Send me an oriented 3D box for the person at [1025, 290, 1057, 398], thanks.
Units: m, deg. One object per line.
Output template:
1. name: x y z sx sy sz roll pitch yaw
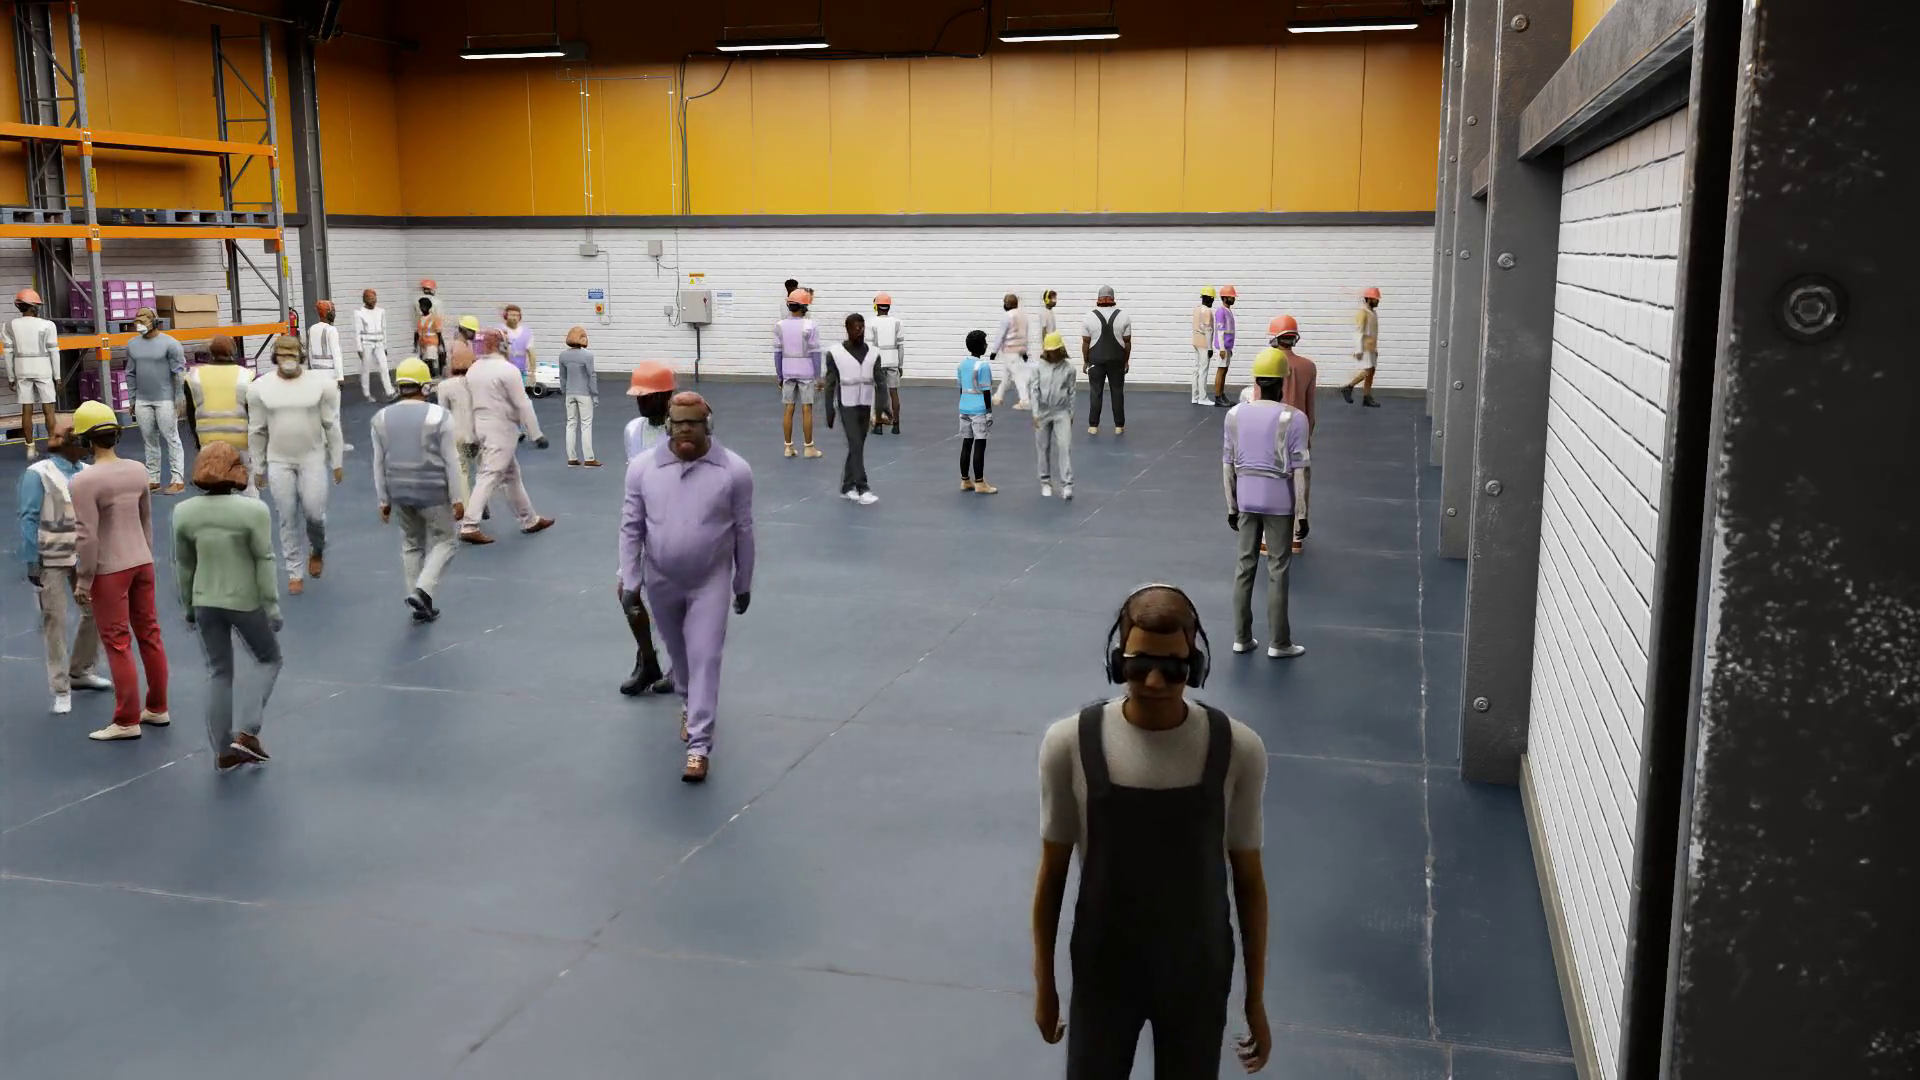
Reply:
1. person: 1.414 -3.264 27.838 0.910 1.835 0.525 4 11 21

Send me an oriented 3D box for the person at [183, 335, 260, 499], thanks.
1. person: -6.250 -0.842 14.203 0.635 1.794 0.938 -2 10 -12

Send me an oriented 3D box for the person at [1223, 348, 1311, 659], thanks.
1. person: 1.908 -0.224 10.330 0.588 1.930 0.361 8 13 38

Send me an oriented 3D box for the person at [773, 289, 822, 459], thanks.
1. person: -1.933 -1.989 20.005 0.607 2.044 0.378 4 11 20

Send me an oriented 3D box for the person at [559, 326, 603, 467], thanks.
1. person: -4.402 -1.654 19.260 0.497 1.636 0.286 4 11 24

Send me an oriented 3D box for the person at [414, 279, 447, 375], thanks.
1. person: -9.434 -3.686 29.820 0.642 1.957 0.883 3 10 16

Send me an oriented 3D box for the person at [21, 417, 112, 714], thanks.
1. person: -4.966 0.131 9.238 0.363 1.615 0.589 4 11 19

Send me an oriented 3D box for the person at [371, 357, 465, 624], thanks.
1. person: -3.632 -0.308 11.129 0.609 1.815 0.493 2 10 11

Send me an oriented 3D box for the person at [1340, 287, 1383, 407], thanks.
1. person: 6.440 -3.064 26.457 0.534 1.924 0.551 7 12 34

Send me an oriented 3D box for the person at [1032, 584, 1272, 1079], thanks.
1. person: 0.432 0.984 3.778 0.536 1.830 0.661 0 10 3

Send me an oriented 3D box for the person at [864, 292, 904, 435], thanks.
1. person: -1.039 -2.397 22.616 0.548 1.937 0.379 -3 10 -16

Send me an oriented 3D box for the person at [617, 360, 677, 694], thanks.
1. person: -1.733 -0.052 9.379 0.581 1.917 0.608 6 12 30

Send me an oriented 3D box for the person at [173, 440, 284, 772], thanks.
1. person: -3.543 0.322 8.101 0.526 1.617 0.359 1 10 6

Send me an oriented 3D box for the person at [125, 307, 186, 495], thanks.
1. person: -8.275 -1.428 17.125 0.635 1.937 0.352 2 10 9

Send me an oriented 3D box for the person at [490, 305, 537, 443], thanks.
1. person: -5.810 -2.159 21.673 0.579 1.787 0.962 -7 12 -33

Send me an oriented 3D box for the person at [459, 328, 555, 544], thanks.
1. person: -3.994 -0.909 14.463 0.649 1.851 1.038 9 14 43

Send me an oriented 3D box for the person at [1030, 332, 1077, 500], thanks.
1. person: 0.947 -1.233 16.748 0.477 1.689 0.885 0 10 -2

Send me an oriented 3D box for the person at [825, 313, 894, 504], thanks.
1. person: -0.963 -1.292 16.527 0.596 1.884 0.879 -8 13 -37

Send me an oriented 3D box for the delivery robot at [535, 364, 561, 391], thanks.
1. delivery robot: -6.843 -2.726 28.125 0.707 0.478 0.477 0 10 3

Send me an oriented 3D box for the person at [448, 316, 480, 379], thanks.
1. person: -5.972 -1.857 20.180 0.867 1.700 0.535 1 10 8

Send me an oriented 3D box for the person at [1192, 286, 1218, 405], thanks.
1. person: 3.946 -3.134 26.847 0.381 1.918 0.584 -3 10 -14

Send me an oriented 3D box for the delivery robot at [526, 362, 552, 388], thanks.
1. delivery robot: -7.175 -2.817 28.640 0.707 0.478 0.477 -9 13 -42

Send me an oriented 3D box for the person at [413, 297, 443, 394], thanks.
1. person: -9.218 -3.338 28.662 0.555 1.670 0.639 5 11 26

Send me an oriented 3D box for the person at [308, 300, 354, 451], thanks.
1. person: -7.894 -2.050 20.796 0.587 1.883 0.341 8 13 37

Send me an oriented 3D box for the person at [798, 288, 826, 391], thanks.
1. person: -2.692 -3.526 29.333 0.919 1.814 0.557 2 10 13

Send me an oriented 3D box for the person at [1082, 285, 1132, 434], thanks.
1. person: 1.993 -2.469 22.730 0.678 2.000 0.537 0 10 1

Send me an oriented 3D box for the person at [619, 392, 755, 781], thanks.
1. person: -1.342 0.183 8.260 0.637 1.857 1.045 0 10 3

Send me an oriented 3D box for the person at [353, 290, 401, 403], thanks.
1. person: -9.482 -3.121 26.973 0.961 1.839 0.608 9 14 42

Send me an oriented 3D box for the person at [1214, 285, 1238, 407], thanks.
1. person: 4.242 -3.087 26.526 0.358 1.938 0.542 4 11 21

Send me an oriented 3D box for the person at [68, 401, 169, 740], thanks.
1. person: -4.390 0.161 8.625 0.329 1.765 0.526 2 10 13

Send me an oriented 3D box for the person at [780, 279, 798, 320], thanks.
1. person: -3.061 -3.762 30.263 0.367 1.966 0.607 2 10 12

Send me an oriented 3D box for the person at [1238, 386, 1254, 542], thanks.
1. person: 2.648 -0.765 14.275 0.507 1.625 0.446 7 12 34

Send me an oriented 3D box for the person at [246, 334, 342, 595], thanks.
1. person: -4.906 -0.568 12.298 0.652 1.920 0.513 -3 10 -15

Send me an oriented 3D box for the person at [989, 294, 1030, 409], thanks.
1. person: 0.750 -2.965 26.242 0.961 1.791 0.646 6 12 30

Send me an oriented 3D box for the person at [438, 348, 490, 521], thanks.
1. person: -4.535 -0.946 15.306 0.504 1.623 0.381 -3 10 -17

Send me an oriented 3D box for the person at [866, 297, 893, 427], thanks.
1. person: -1.123 -2.551 23.675 0.332 1.872 0.514 9 13 41

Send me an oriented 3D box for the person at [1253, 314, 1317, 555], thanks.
1. person: 2.657 -0.867 13.785 0.623 1.993 0.385 -5 11 -25

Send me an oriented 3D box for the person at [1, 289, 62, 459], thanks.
1. person: -11.151 -1.993 20.039 0.609 2.040 0.394 -2 10 -12

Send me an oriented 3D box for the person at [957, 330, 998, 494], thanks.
1. person: 0.170 -1.321 17.199 0.318 1.700 0.535 -6 12 -32
